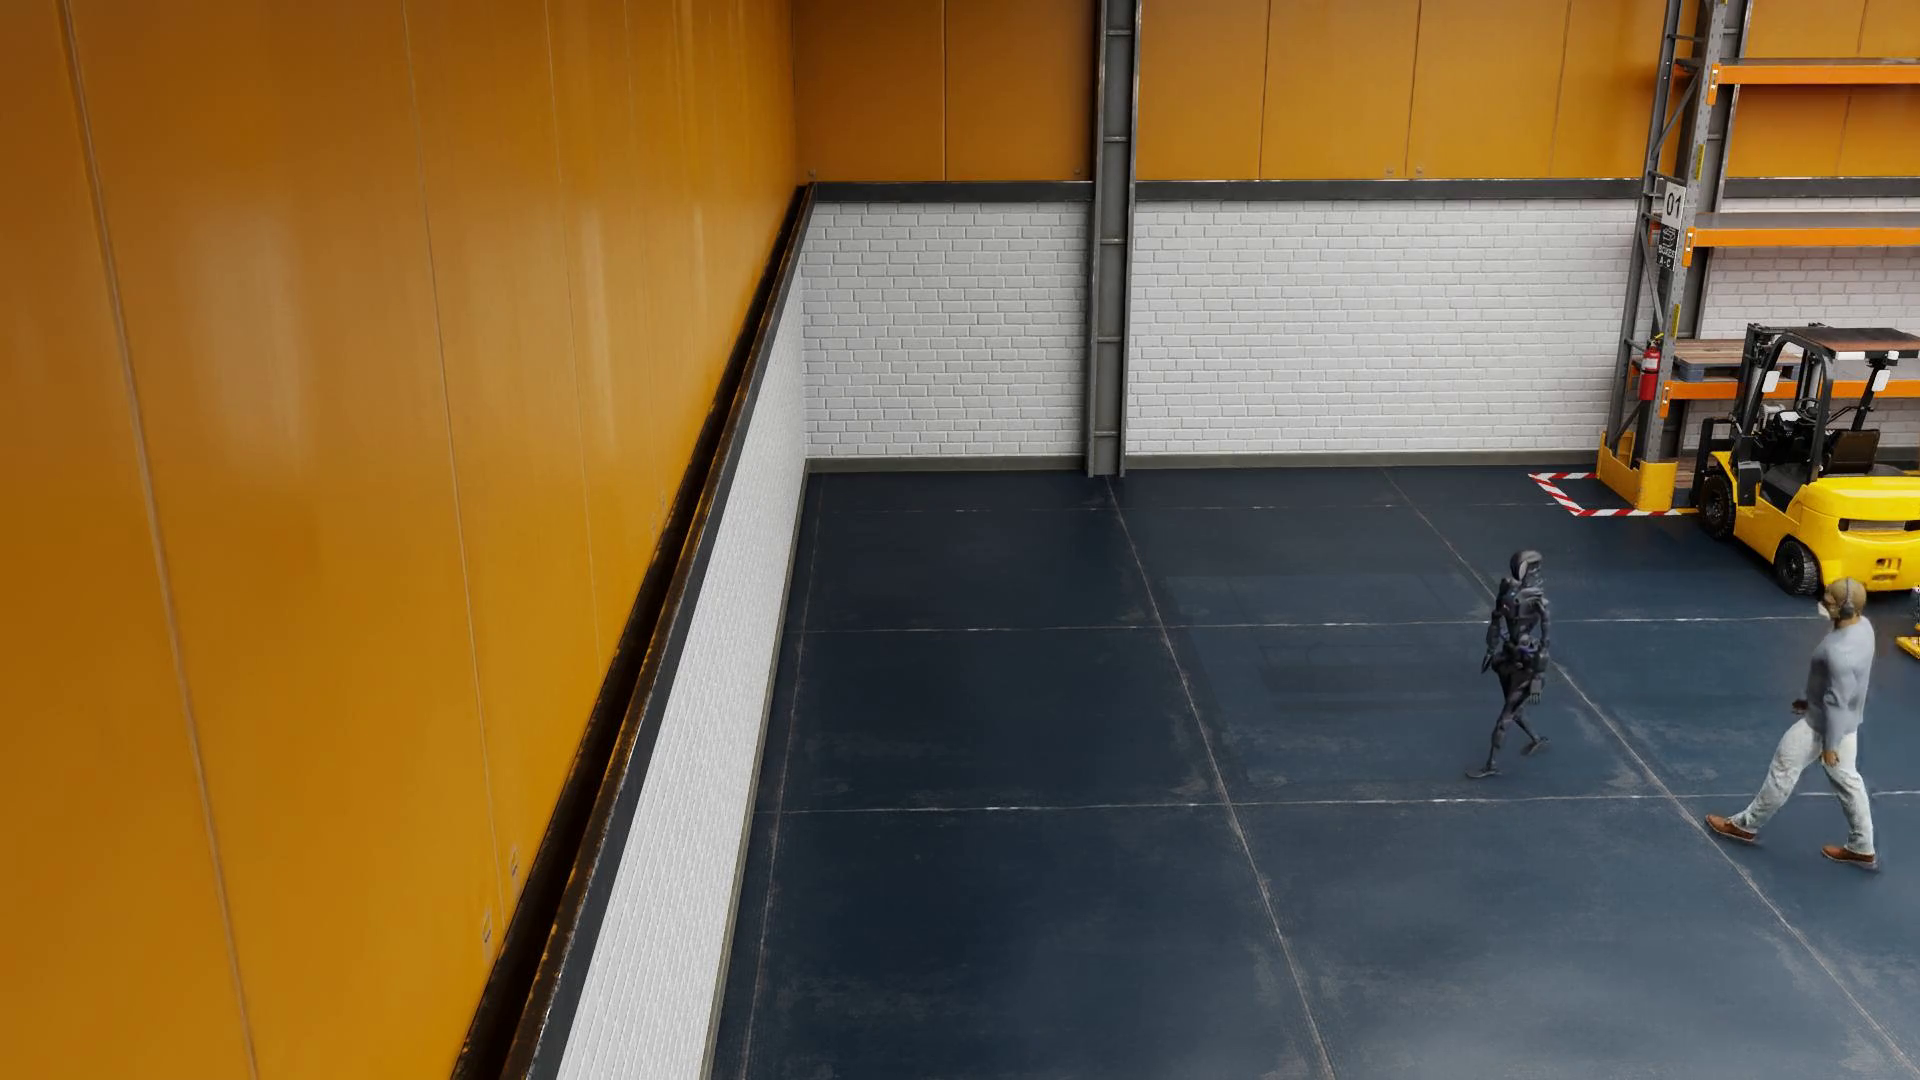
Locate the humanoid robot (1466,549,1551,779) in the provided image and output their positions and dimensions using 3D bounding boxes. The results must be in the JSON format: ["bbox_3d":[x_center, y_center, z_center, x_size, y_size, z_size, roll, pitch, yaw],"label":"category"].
[{"bbox_3d":[3.838,0.823,11.360,0.765,1.637,0.609,-8,22,-20],"label":"humanoid robot"}]

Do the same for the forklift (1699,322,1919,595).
[{"bbox_3d":[7.809,-0.792,14.926,1.214,2.155,2.313,-1,20,-2],"label":"forklift"}]

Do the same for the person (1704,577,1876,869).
[{"bbox_3d":[5.288,1.101,10.237,0.985,1.886,0.628,18,27,39],"label":"person"}]

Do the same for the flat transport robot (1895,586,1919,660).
[{"bbox_3d":[8.316,0.871,13.191,1.431,0.231,0.659,-1,20,-3],"label":"flat transport robot"}]
